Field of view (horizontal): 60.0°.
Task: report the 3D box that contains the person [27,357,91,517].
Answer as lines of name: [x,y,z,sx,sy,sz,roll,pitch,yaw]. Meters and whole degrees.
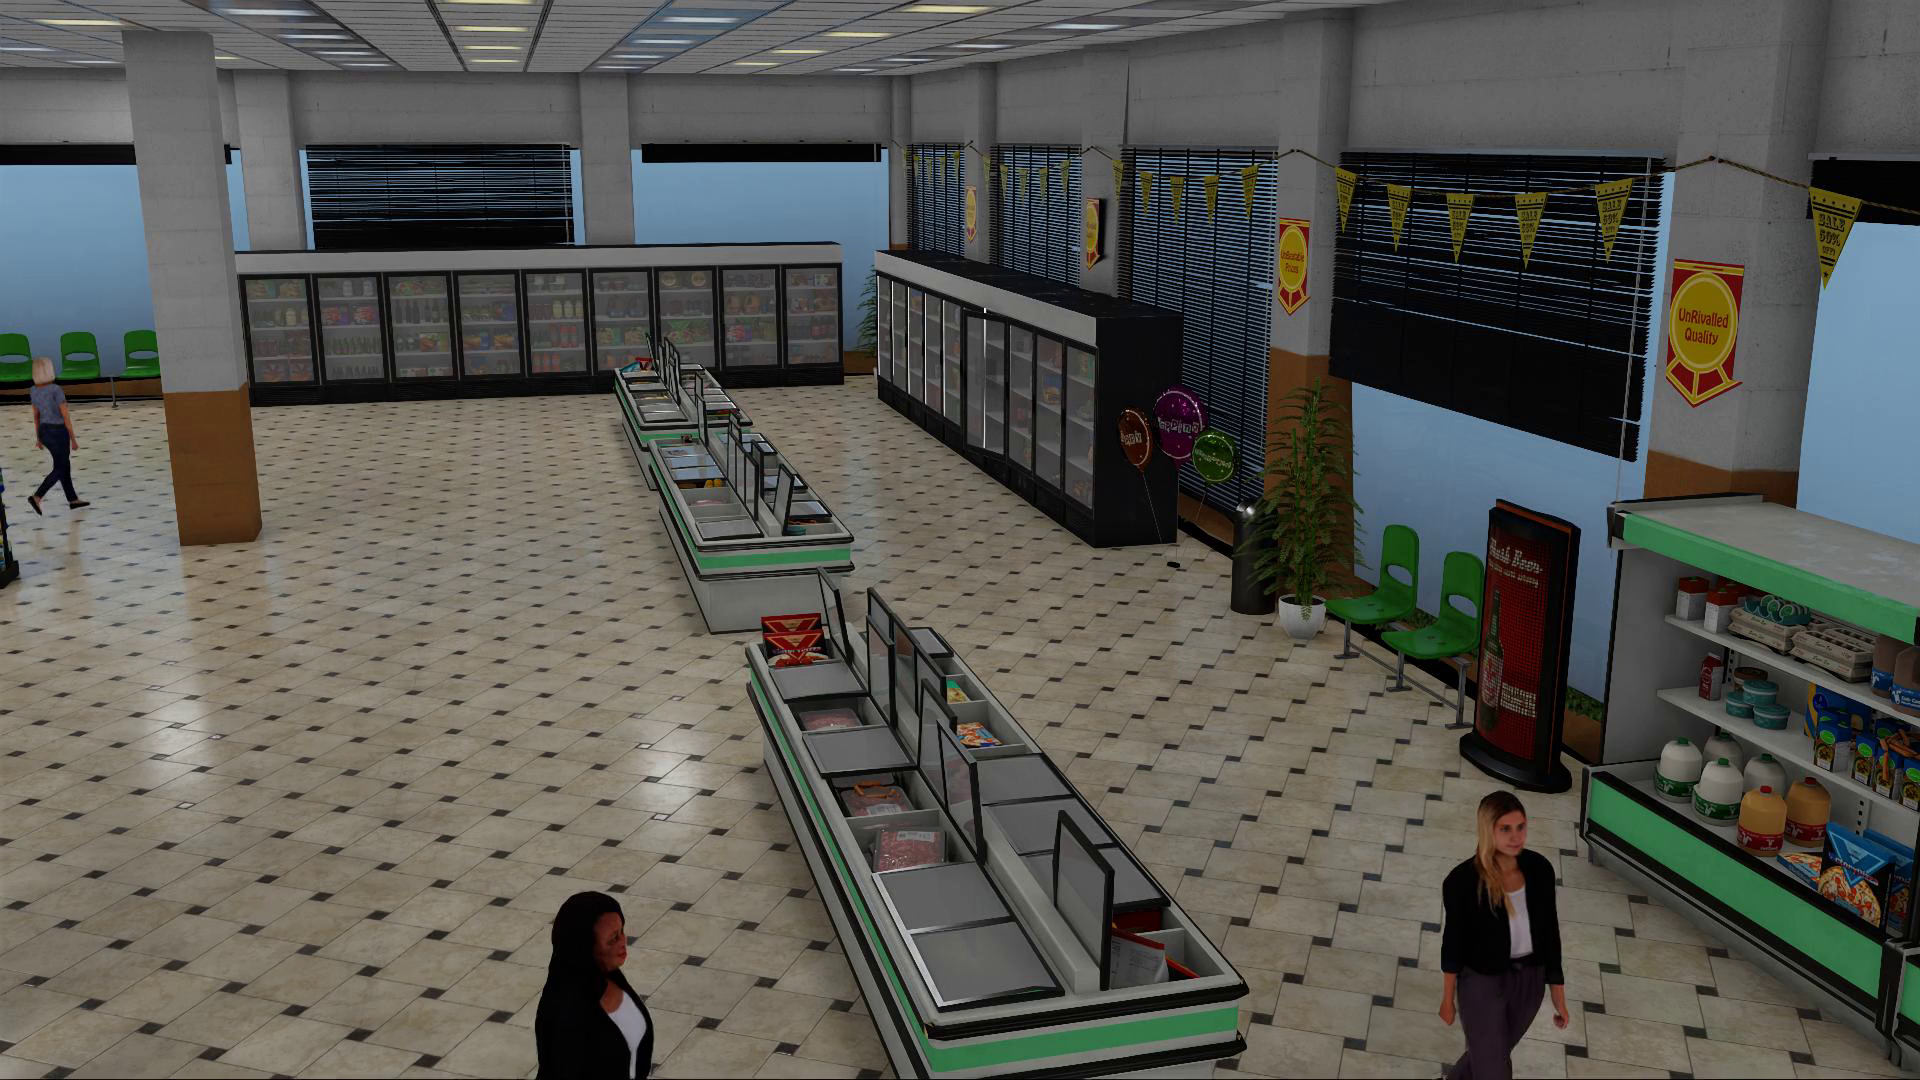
person: [-9.788,-1.087,17.874,0.985,1.696,1.132,5,14,20]

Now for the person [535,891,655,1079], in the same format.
person: [-1.313,1.949,5.550,0.783,1.604,0.628,-1,14,-4]

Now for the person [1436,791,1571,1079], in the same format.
person: [2.019,1.732,6.388,0.612,1.631,1.009,-4,14,-15]
